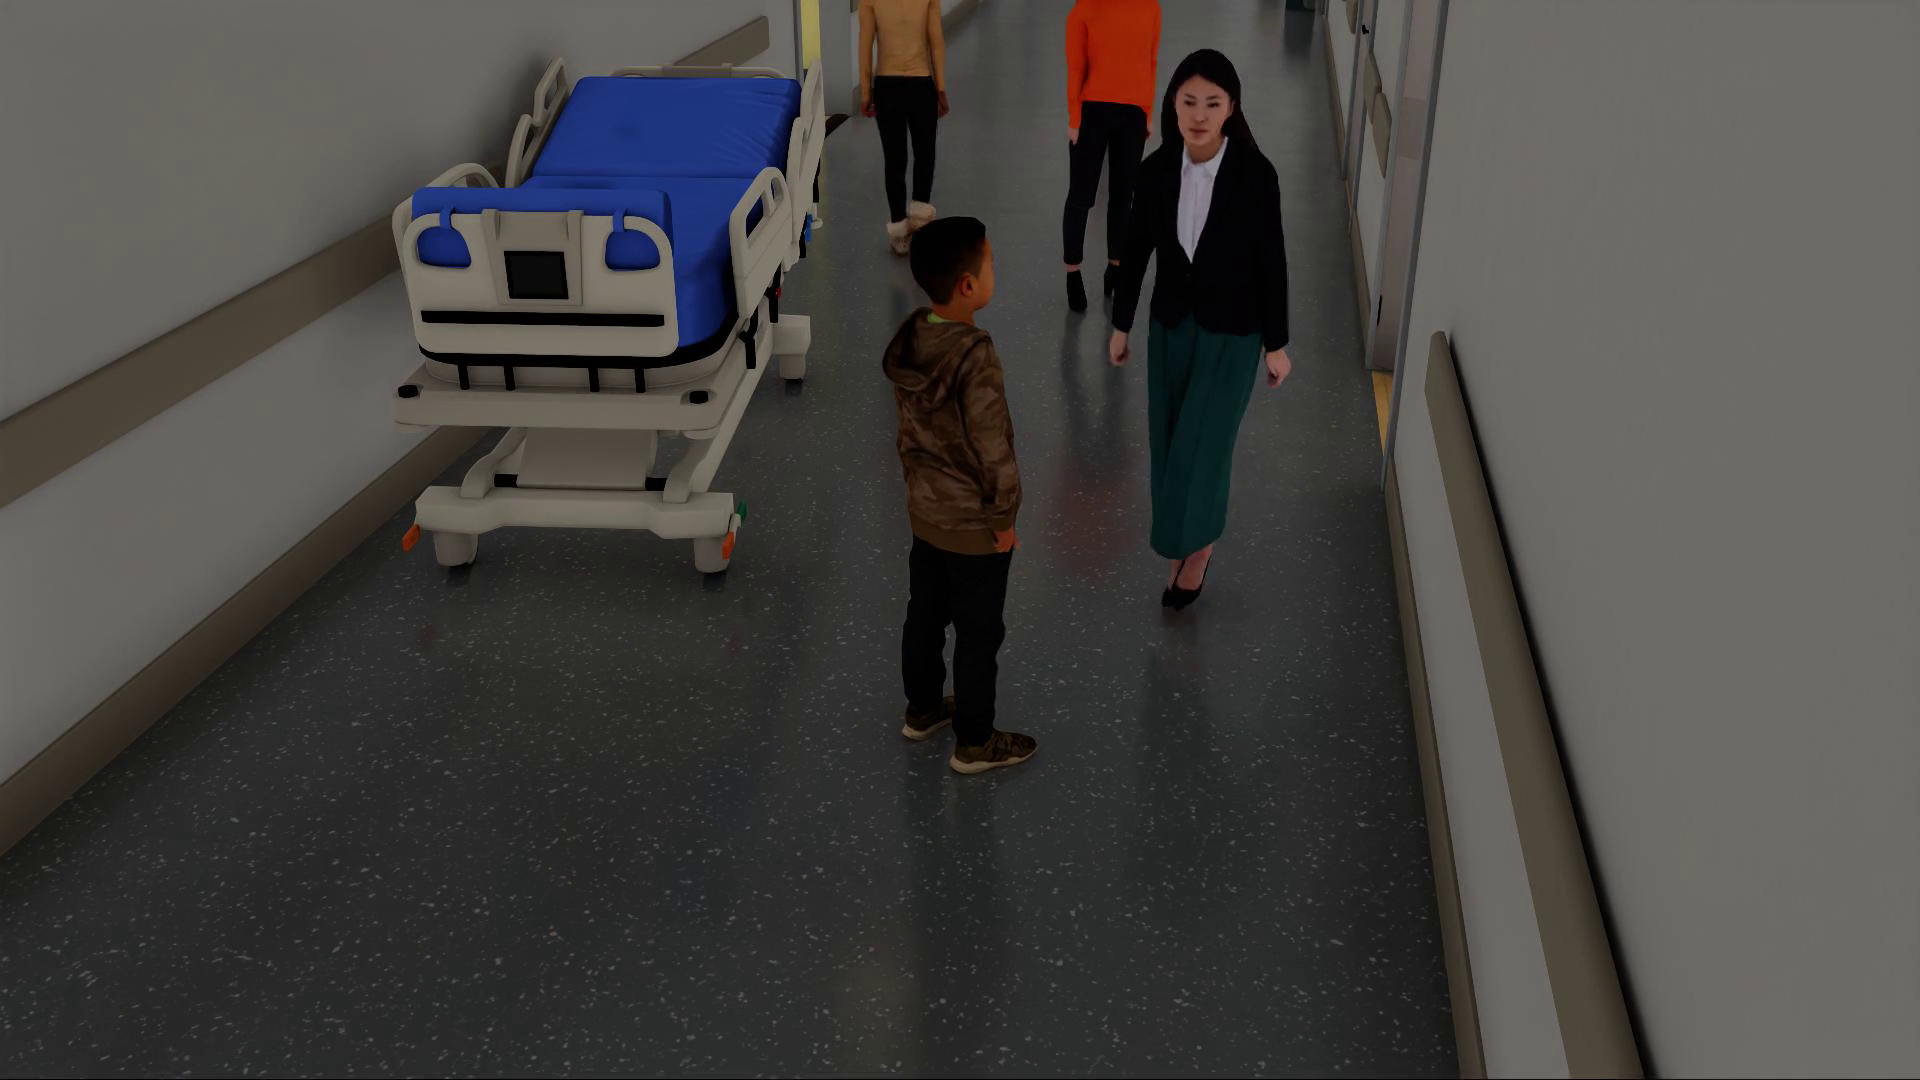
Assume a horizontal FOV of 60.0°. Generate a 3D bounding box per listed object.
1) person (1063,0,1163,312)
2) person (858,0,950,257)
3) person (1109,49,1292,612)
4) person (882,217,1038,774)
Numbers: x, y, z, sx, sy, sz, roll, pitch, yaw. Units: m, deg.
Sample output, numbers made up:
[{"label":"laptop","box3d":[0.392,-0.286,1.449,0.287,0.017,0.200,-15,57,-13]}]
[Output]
[{"label":"person","box3d":[0.691,-1.957,7.747,0.654,1.748,0.765,-9,27,-17]},{"label":"person","box3d":[-0.279,-2.259,8.489,0.635,1.649,0.744,-2,26,-4]},{"label":"person","box3d":[0.746,-0.577,4.921,0.763,1.718,0.848,15,30,28]},{"label":"person","box3d":[-0.012,-0.102,4.237,0.743,1.455,0.678,-19,31,-34]}]
